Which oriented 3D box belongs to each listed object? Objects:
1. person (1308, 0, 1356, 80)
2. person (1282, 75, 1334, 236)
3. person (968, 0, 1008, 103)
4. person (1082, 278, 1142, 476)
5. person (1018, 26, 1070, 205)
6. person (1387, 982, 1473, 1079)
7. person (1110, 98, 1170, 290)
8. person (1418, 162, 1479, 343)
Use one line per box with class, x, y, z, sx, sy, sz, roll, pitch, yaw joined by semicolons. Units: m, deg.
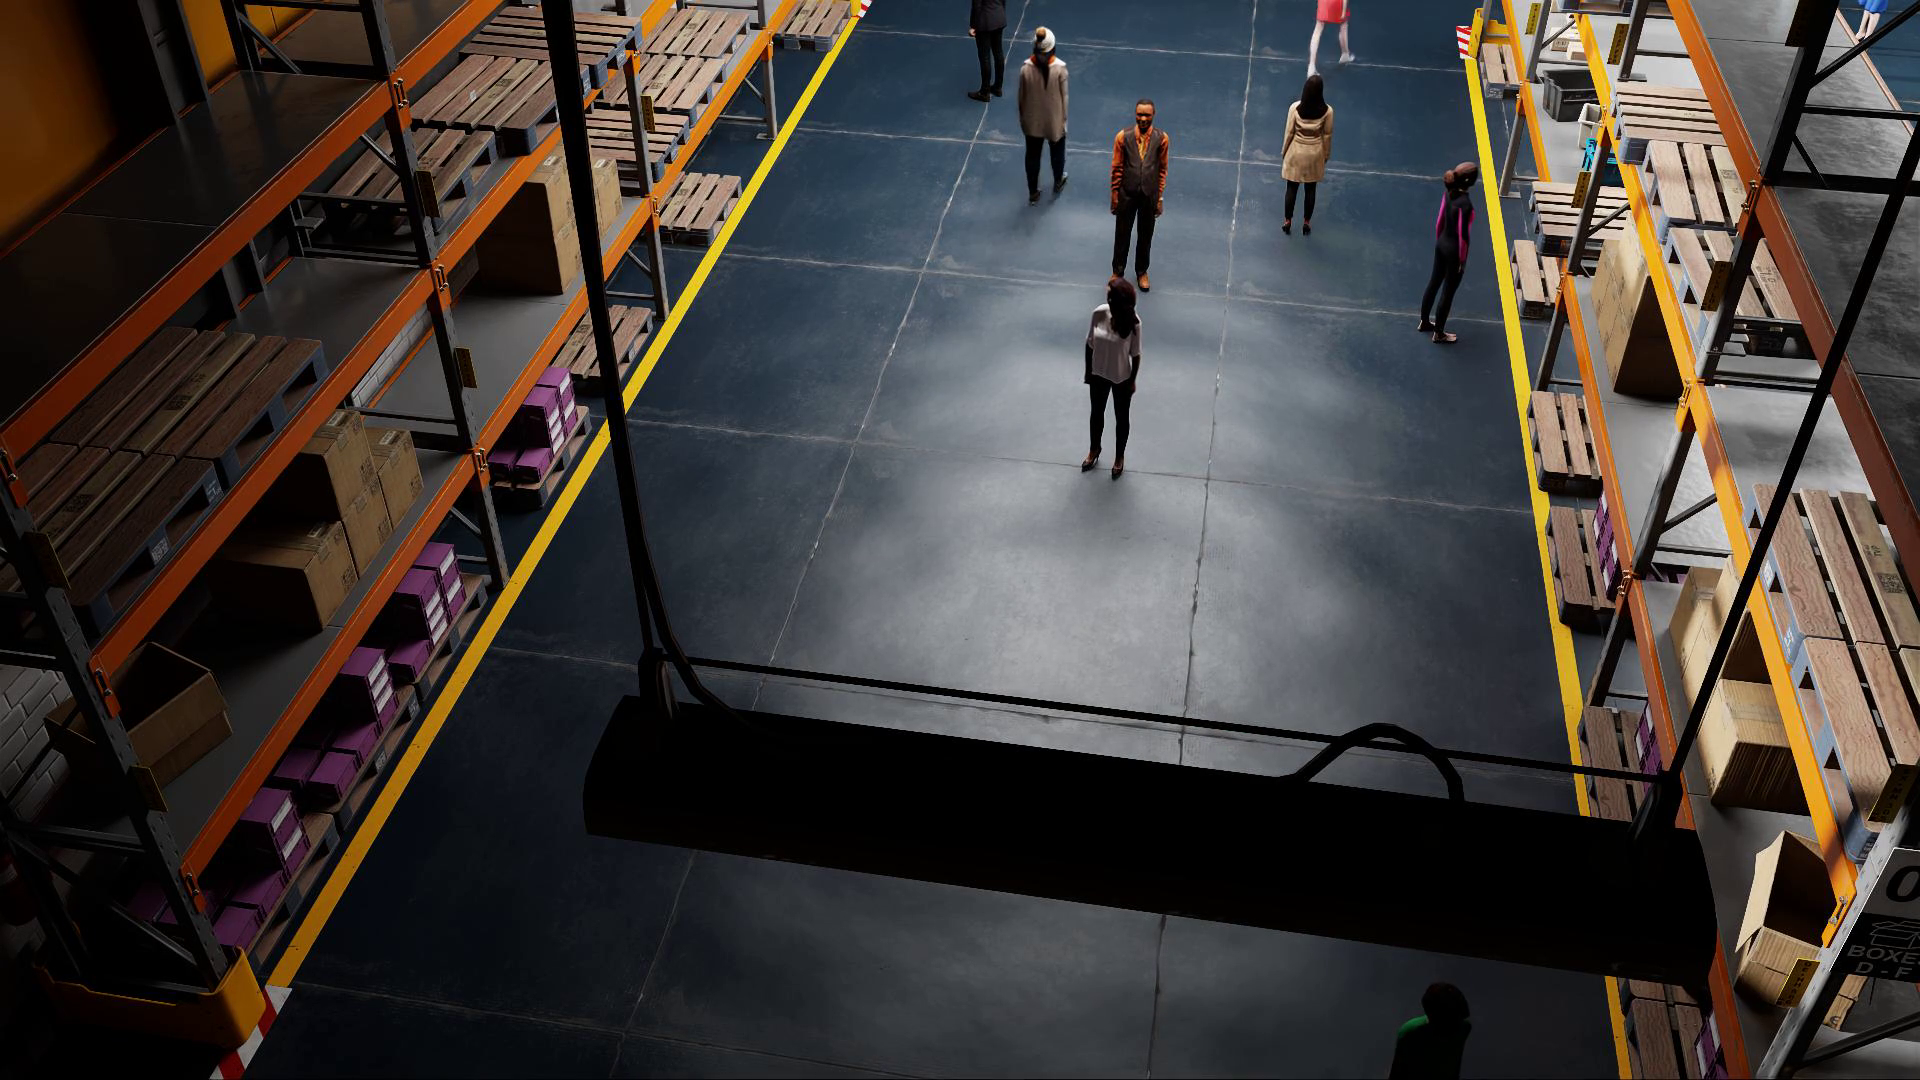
person;4.337;-6.305;19.661;0.992;1.791;1.137;32;48;33
person;3.462;-3.852;16.677;0.622;1.682;0.502;6;39;8
person;0.338;-6.020;19.223;0.763;1.894;0.852;-30;47;-32
person;1.229;-1.322;13.419;0.664;1.795;0.608;17;42;20
person;0.837;-4.346;17.139;0.772;1.877;0.914;11;40;13
person;2.313;2.767;8.414;0.667;1.652;0.684;-12;40;-15
person;1.688;-3.288;15.790;0.713;1.908;0.638;2;39;2
person;4.448;-2.622;15.081;0.720;1.752;0.637;-13;40;-15
